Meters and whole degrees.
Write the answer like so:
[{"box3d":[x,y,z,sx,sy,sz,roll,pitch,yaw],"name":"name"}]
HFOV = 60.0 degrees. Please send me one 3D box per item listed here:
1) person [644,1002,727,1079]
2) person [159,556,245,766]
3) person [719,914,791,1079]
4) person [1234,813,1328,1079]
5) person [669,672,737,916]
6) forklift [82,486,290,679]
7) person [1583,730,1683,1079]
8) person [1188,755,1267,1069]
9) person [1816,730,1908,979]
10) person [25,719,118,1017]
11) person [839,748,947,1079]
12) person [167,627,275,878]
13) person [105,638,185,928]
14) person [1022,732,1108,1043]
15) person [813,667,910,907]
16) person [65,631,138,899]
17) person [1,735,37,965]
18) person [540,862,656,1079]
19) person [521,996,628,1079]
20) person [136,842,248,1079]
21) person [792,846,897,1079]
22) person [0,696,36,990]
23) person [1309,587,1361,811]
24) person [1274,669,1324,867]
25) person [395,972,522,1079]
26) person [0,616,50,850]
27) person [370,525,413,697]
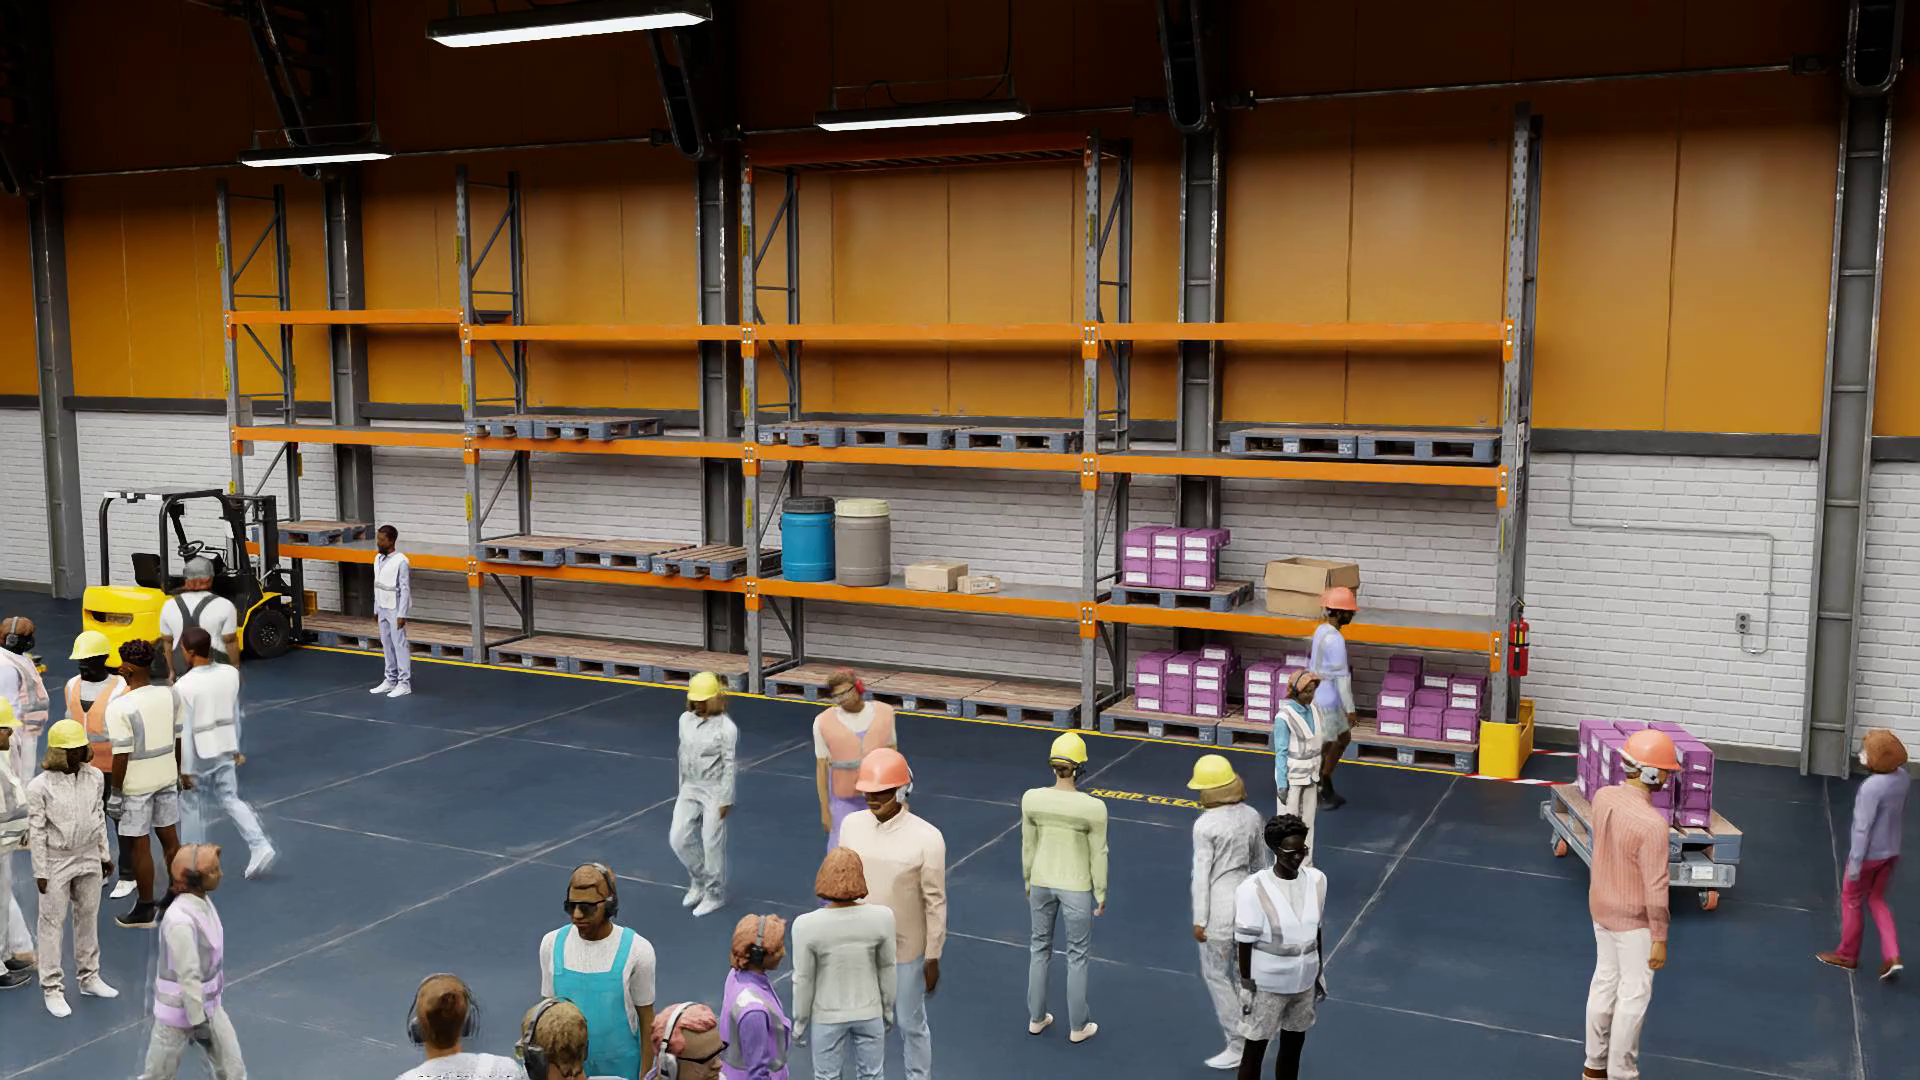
[{"box3d":[-0.853,2.396,5.312,0.406,1.906,0.654,2,7,18],"name":"person"},{"box3d":[-6.900,1.134,15.185,0.698,2.000,0.784,0,7,2],"name":"person"},{"box3d":[-0.852,2.341,6.903,0.319,1.631,0.524,-2,7,-12],"name":"person"},{"box3d":[1.574,2.157,8.137,0.539,1.695,0.319,-3,8,-26],"name":"person"},{"box3d":[-1.755,1.742,11.440,0.507,1.716,0.391,4,8,29],"name":"person"},{"box3d":[-9.426,0.454,20.179,1.214,2.155,2.313,3,8,26],"name":"forklift"},{"box3d":[3.504,1.957,8.659,0.410,1.980,0.627,-1,7,-9],"name":"person"},{"box3d":[1.506,2.027,9.151,0.625,1.724,0.392,-5,8,-34],"name":"person"},{"box3d":[5.663,1.937,10.355,0.576,1.600,0.554,-4,8,-29],"name":"person"},{"box3d":[-5.271,1.922,9.890,0.300,1.745,0.483,4,8,27],"name":"person"},{"box3d":[-0.363,2.000,8.226,0.617,1.992,0.395,4,8,27],"name":"person"},{"box3d":[-5.458,1.574,12.227,0.835,1.893,0.619,3,7,22],"name":"person"},{"box3d":[-5.538,1.640,11.305,0.361,1.964,0.613,2,7,19],"name":"person"},{"box3d":[0.597,1.966,9.478,0.518,1.757,0.337,3,7,22],"name":"person"},{"box3d":[-0.675,1.727,11.196,0.643,1.829,0.389,-3,8,-23],"name":"person"},{"box3d":[-6.115,1.593,11.855,0.587,1.928,0.381,2,7,13],"name":"person"},{"box3d":[-6.320,1.828,10.512,0.978,1.776,0.625,0,7,1],"name":"person"},{"box3d":[-1.509,2.234,6.905,0.506,1.846,0.345,1,7,7],"name":"person"},{"box3d":[-1.243,2.393,5.273,0.383,1.928,0.636,4,8,28],"name":"person"},{"box3d":[-3.734,2.231,7.926,0.851,1.598,0.497,-1,7,-7],"name":"person"},{"box3d":[-0.538,2.234,7.762,0.498,1.634,0.284,-2,7,-15],"name":"person"},{"box3d":[-5.924,1.849,10.198,0.403,1.819,0.602,-4,8,-27],"name":"person"},{"box3d":[3.137,1.345,13.986,0.543,1.913,0.558,1,7,6],"name":"person"},{"box3d":[2.426,1.730,11.947,0.320,1.631,0.527,7,10,44],"name":"person"},{"box3d":[-1.699,2.400,5.675,0.509,1.826,0.586,-5,8,-34],"name":"person"},{"box3d":[-7.355,1.503,13.014,0.429,1.832,0.634,-3,8,-24],"name":"person"},{"box3d":[-6.351,0.783,18.598,0.592,1.917,0.391,6,9,39],"name":"person"}]
